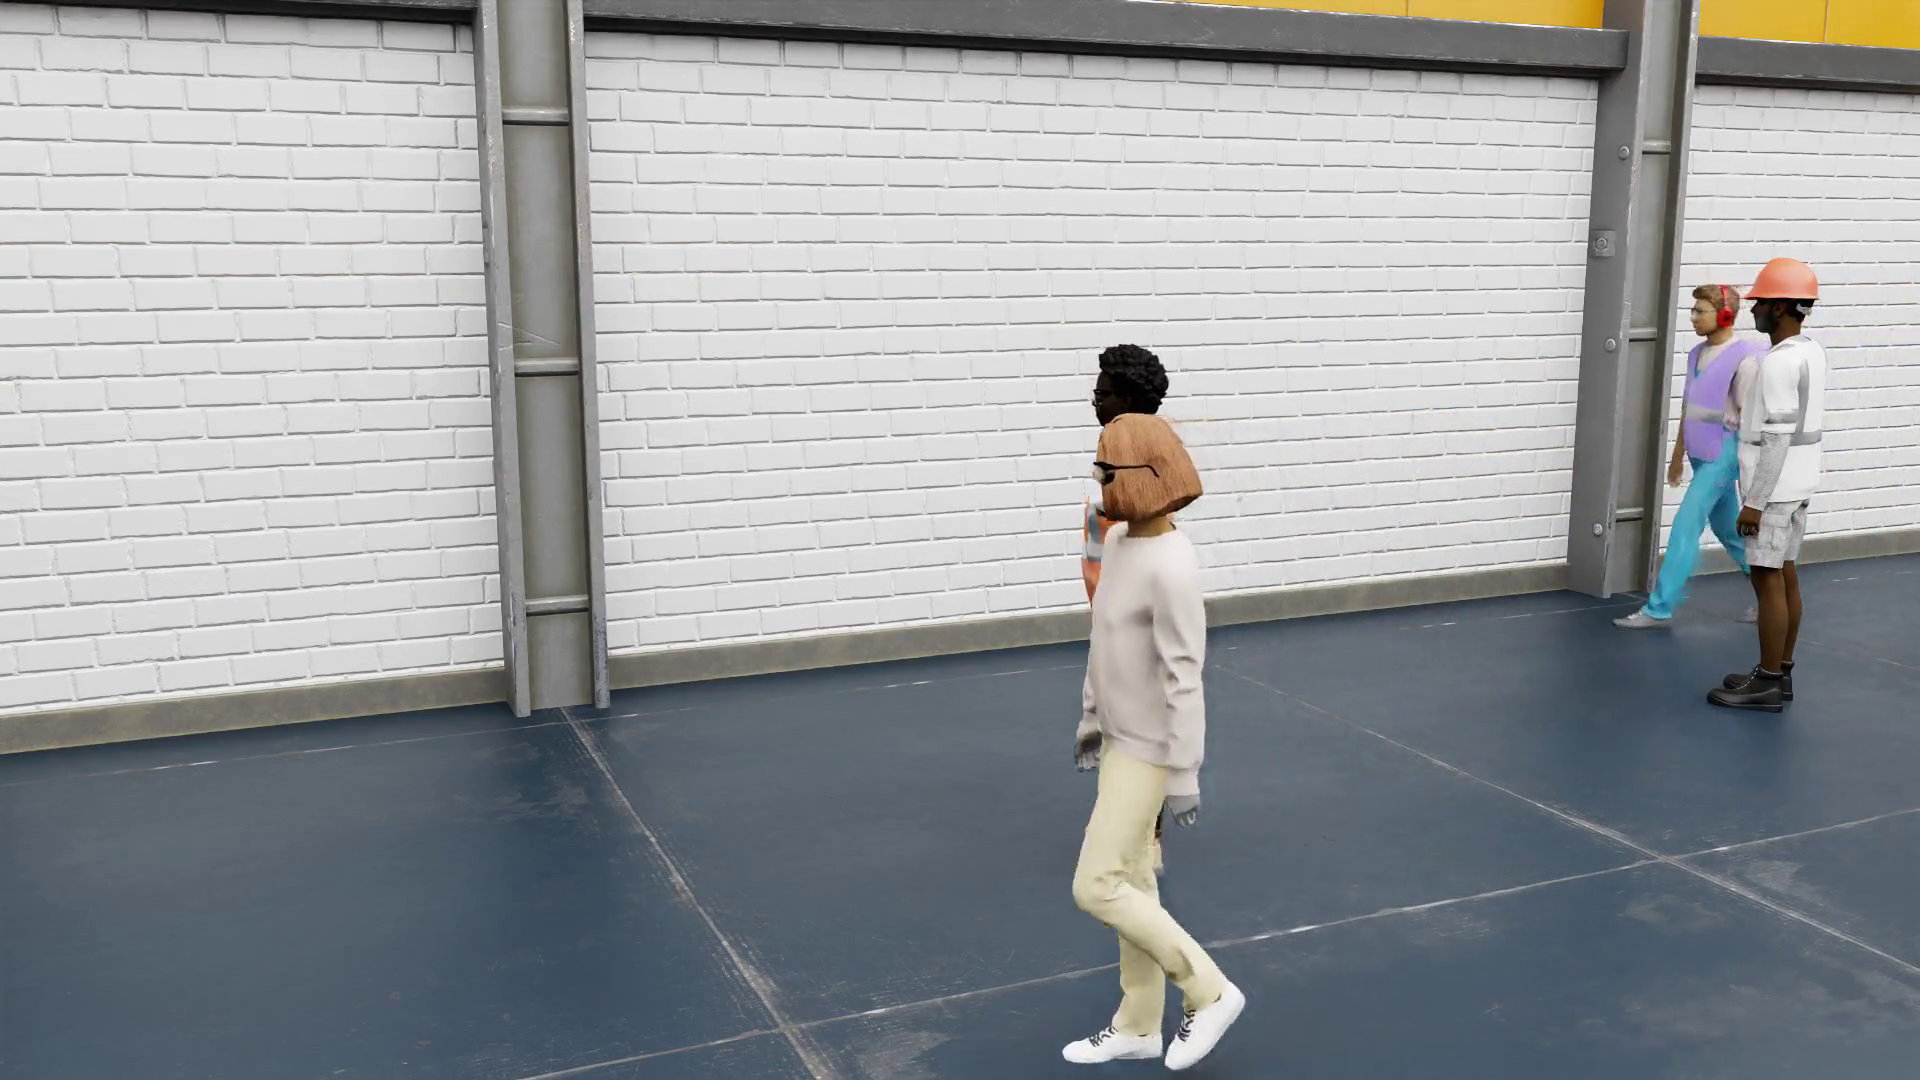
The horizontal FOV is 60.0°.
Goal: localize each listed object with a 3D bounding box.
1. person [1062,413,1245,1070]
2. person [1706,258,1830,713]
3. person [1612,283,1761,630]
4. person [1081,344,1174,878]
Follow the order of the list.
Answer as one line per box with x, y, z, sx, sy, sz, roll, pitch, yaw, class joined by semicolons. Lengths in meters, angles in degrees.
0.419;0.505;3.983;0.378;1.622;0.505;-1;10;-5;person
3.476;-0.228;7.139;0.362;1.939;0.543;9;13;39;person
3.933;-0.423;8.604;0.965;1.803;0.586;0;10;0;person
0.543;0.229;5.286;0.322;1.697;0.532;1;10;8;person
